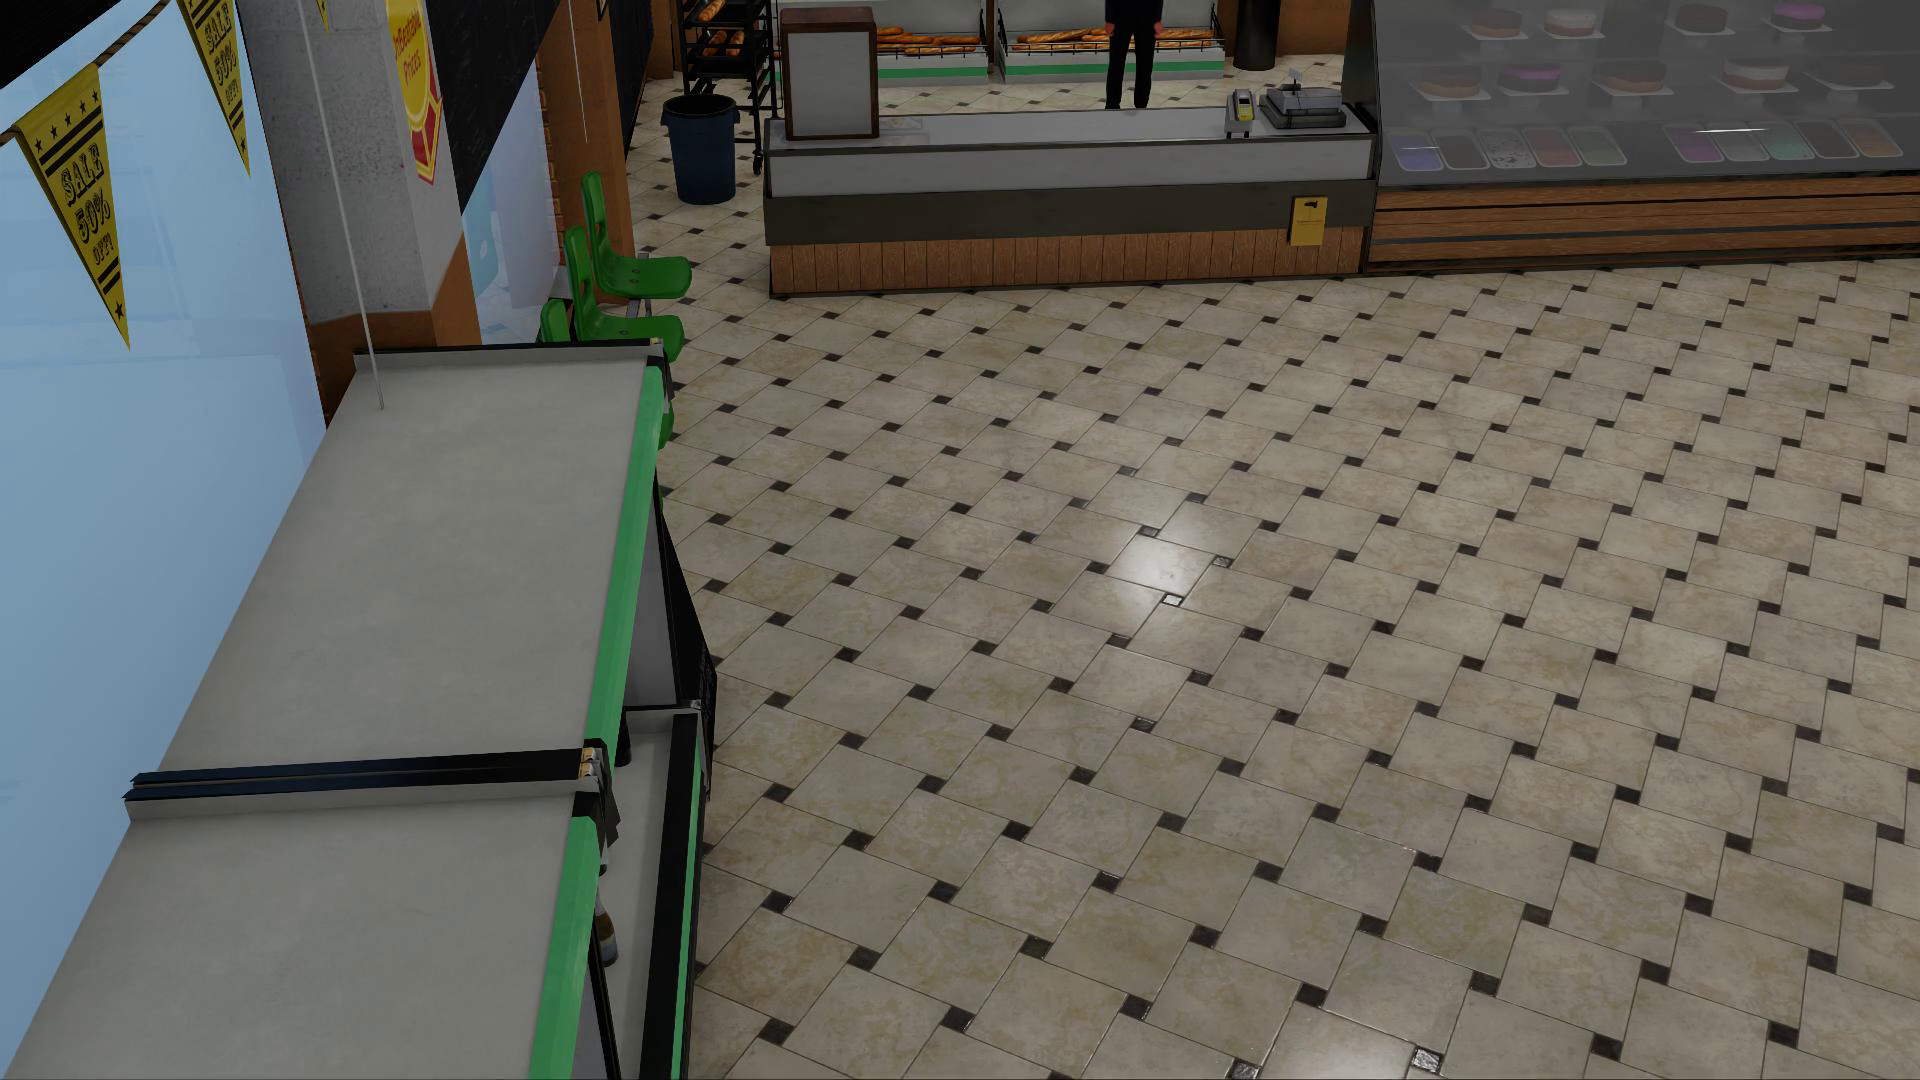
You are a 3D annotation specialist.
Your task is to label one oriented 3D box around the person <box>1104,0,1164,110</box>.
[{"bbox_3d":[1.415,-4.245,13.476,0.620,1.868,0.562,-3,32,-4],"label":"person"}]
